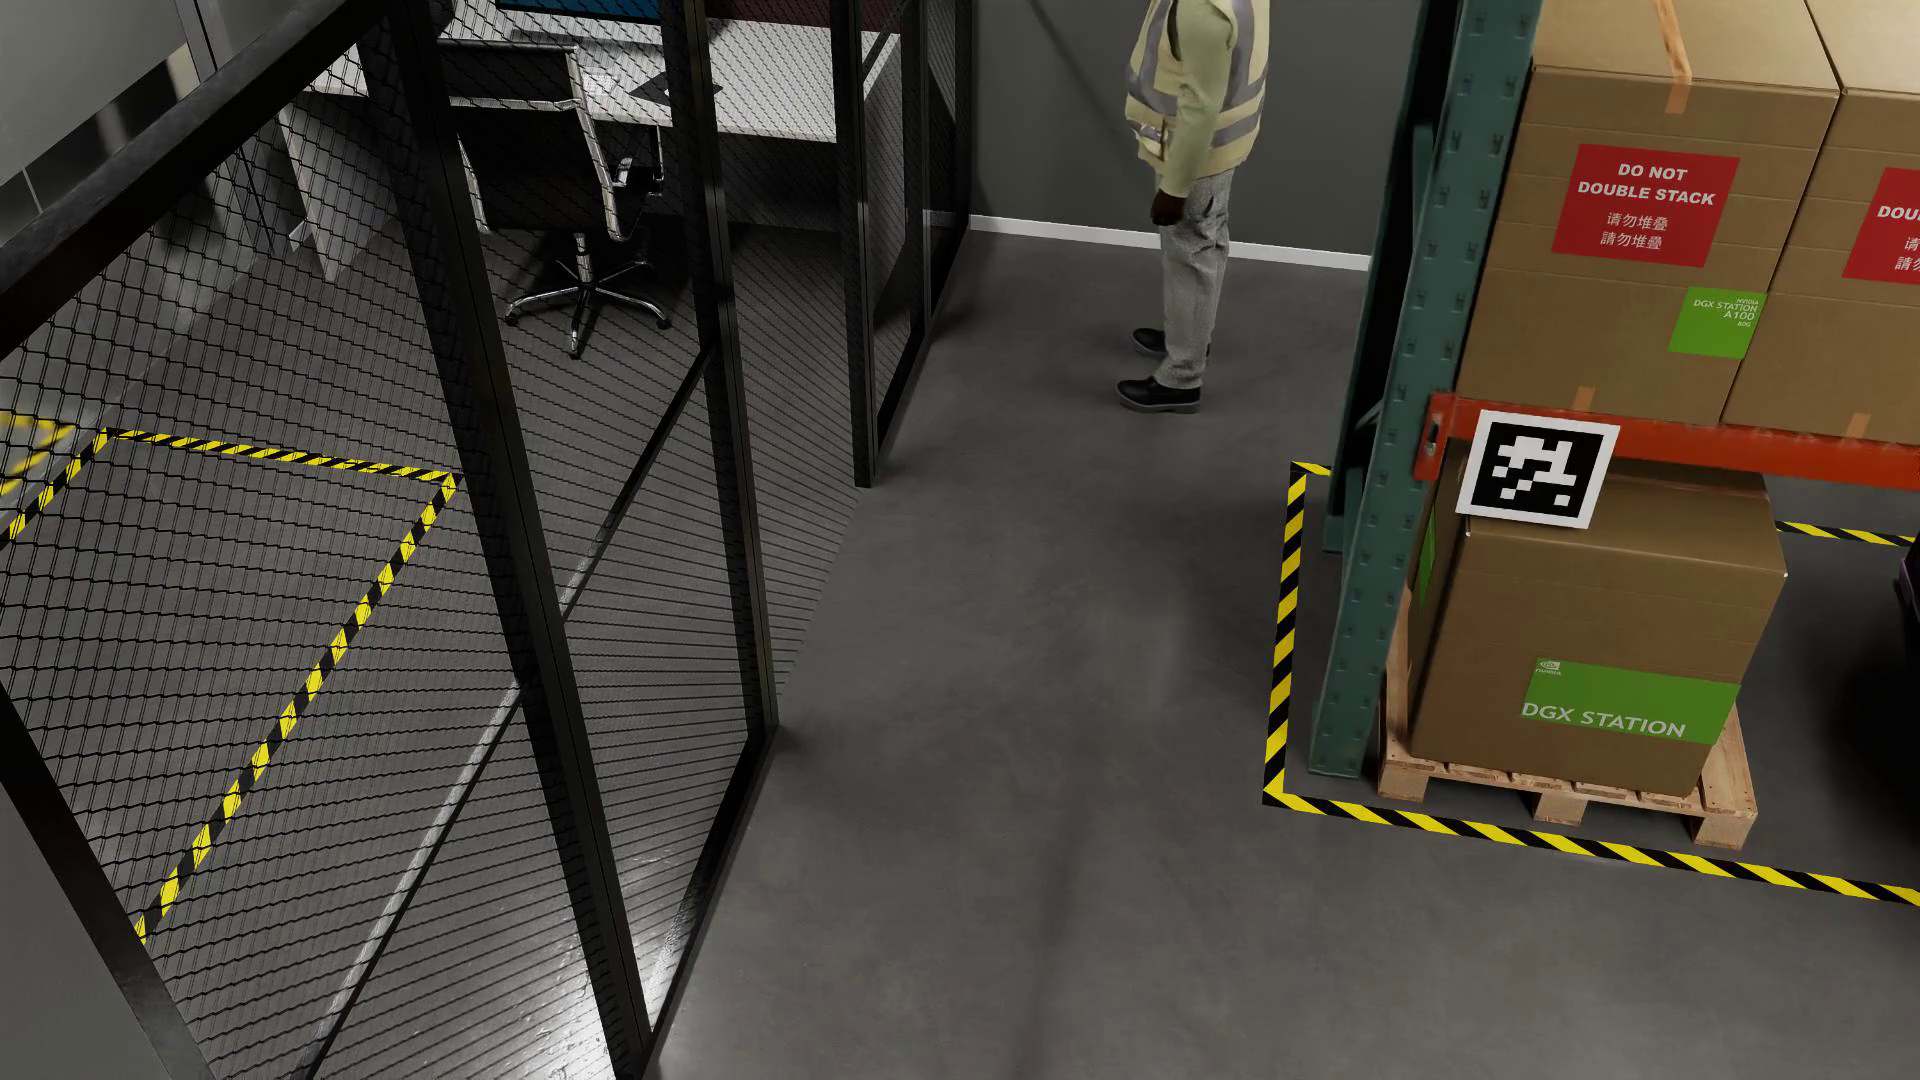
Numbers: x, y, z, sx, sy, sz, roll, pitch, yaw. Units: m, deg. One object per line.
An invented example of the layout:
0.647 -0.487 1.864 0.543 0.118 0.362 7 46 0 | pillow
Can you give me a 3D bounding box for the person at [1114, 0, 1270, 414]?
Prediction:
0.686 -1.208 4.968 0.404 1.834 0.591 12 42 13 | person
